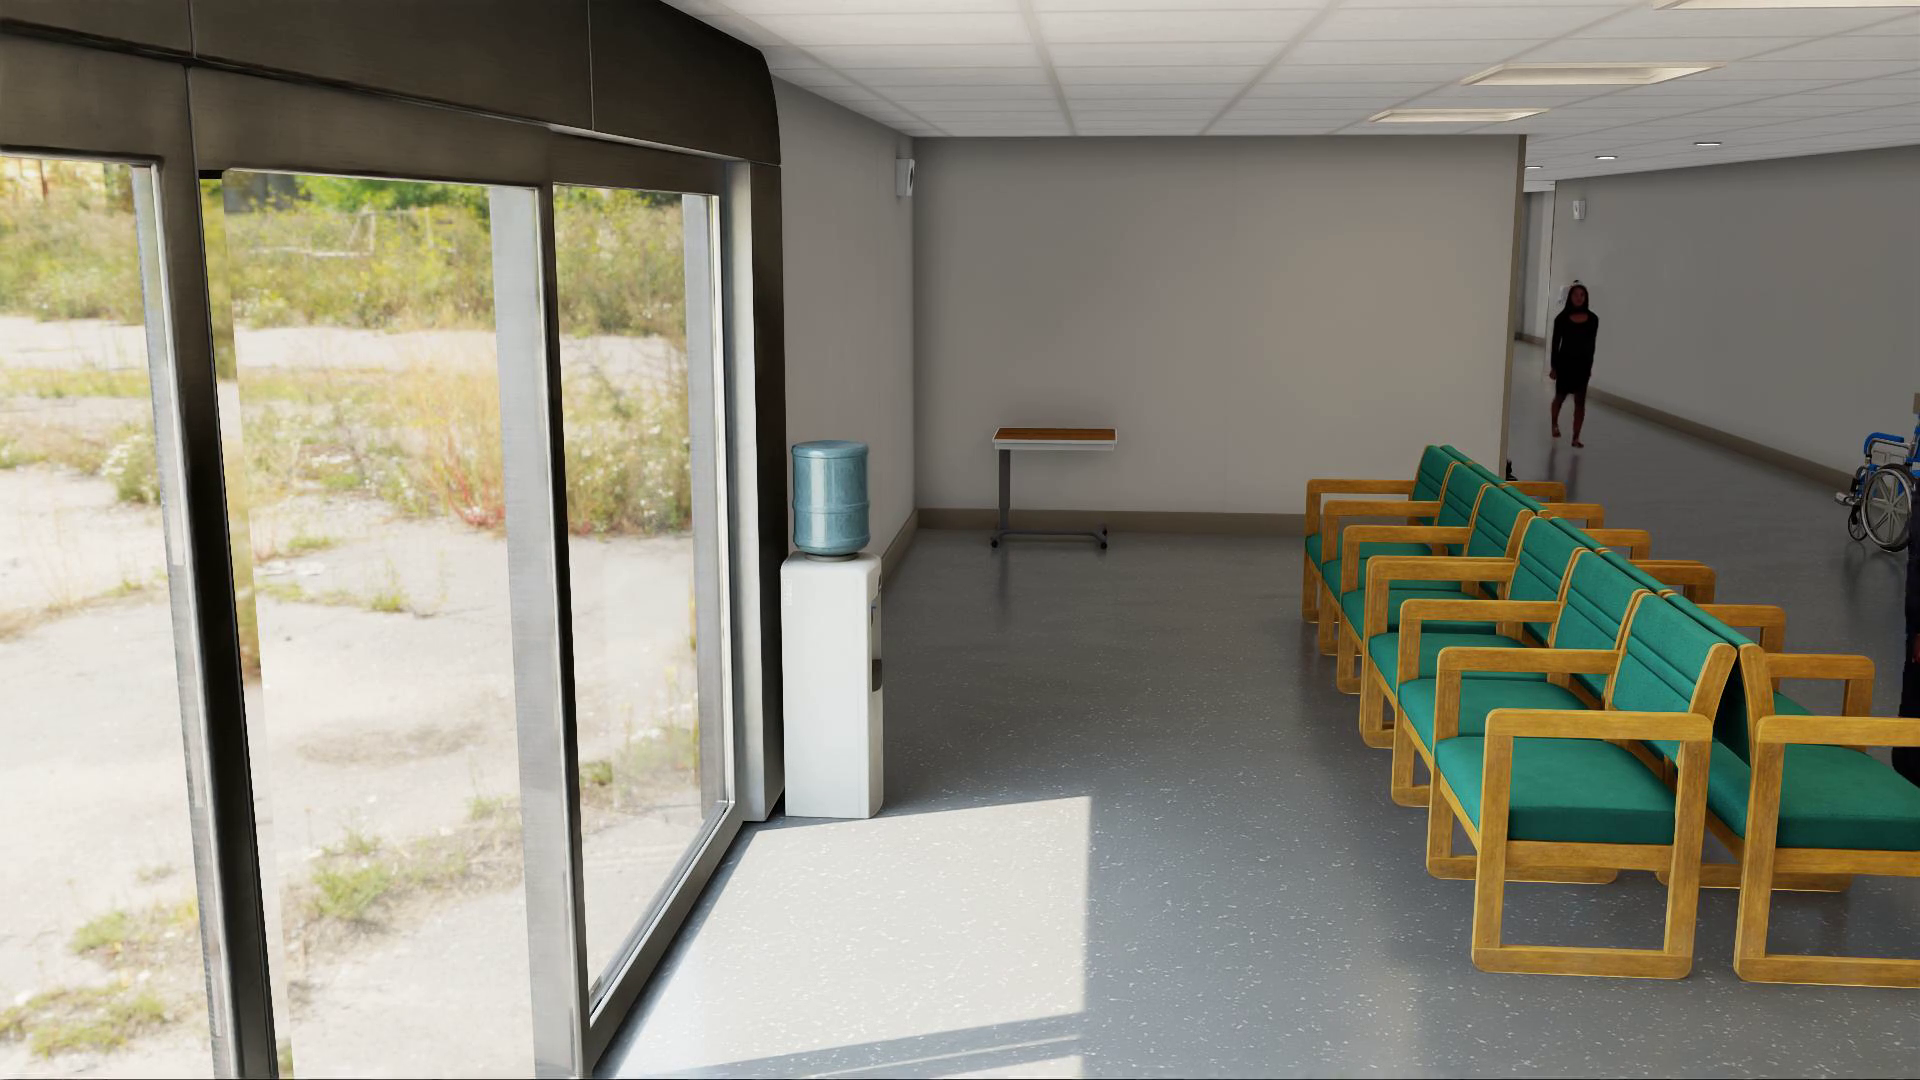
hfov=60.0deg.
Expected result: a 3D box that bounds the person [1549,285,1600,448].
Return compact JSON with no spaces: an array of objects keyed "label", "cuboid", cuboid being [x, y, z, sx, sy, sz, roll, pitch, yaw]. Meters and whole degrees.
[{"label":"person","cuboid":[6.492,-1.830,17.691,1.101,1.683,0.694,1,11,6]}]
